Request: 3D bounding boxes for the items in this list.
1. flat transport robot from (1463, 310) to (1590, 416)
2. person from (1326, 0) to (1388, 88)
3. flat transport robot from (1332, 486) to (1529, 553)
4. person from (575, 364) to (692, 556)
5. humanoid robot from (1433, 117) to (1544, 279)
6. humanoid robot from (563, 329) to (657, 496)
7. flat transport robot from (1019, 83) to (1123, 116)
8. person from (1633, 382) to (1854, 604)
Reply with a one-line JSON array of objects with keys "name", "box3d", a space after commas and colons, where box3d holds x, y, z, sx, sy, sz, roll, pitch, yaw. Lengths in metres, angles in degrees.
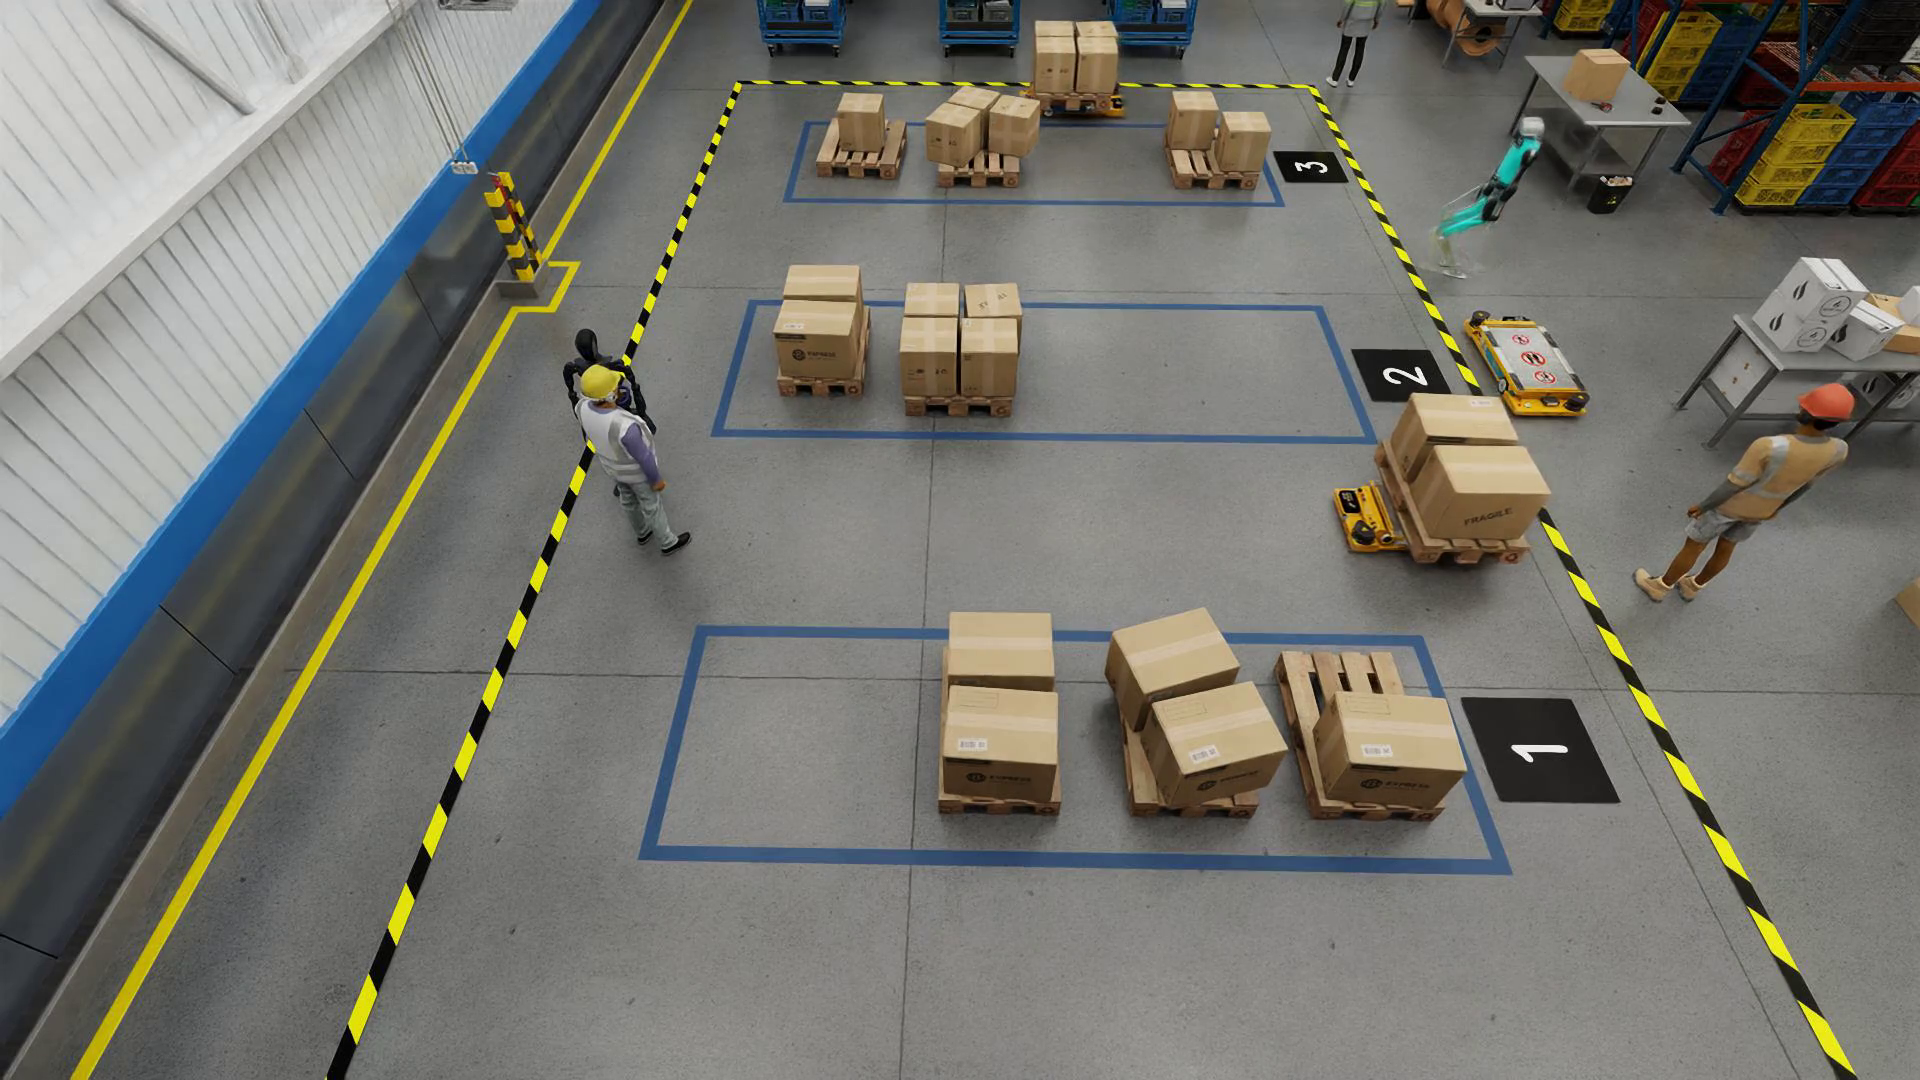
[{"name": "flat transport robot", "box3d": [5.573, -1.757, 9.054, 0.659, 0.231, 1.431, 1, 49, 1]}, {"name": "person", "box3d": [5.603, -7.343, 12.842, 0.598, 1.850, 0.385, 1, 49, 1]}, {"name": "flat transport robot", "box3d": [3.947, -0.204, 7.691, 1.431, 0.197, 0.652, 1, 49, 1]}, {"name": "person", "box3d": [-2.504, -0.586, 7.003, 0.589, 1.837, 0.404, 25, 54, 20]}, {"name": "humanoid robot", "box3d": [5.366, -3.558, 9.552, 0.735, 1.677, 0.533, 8, 50, 7]}, {"name": "humanoid robot", "box3d": [-2.819, -1.023, 7.475, 0.599, 1.659, 0.315, -6, 49, -5]}, {"name": "flat transport robot", "box3d": [1.552, -6.209, 12.889, 1.431, 0.197, 0.652, 1, 49, 1]}, {"name": "person", "box3d": [5.635, -0.286, 6.610, 0.613, 2.039, 0.389, 0, 49, 0]}]
